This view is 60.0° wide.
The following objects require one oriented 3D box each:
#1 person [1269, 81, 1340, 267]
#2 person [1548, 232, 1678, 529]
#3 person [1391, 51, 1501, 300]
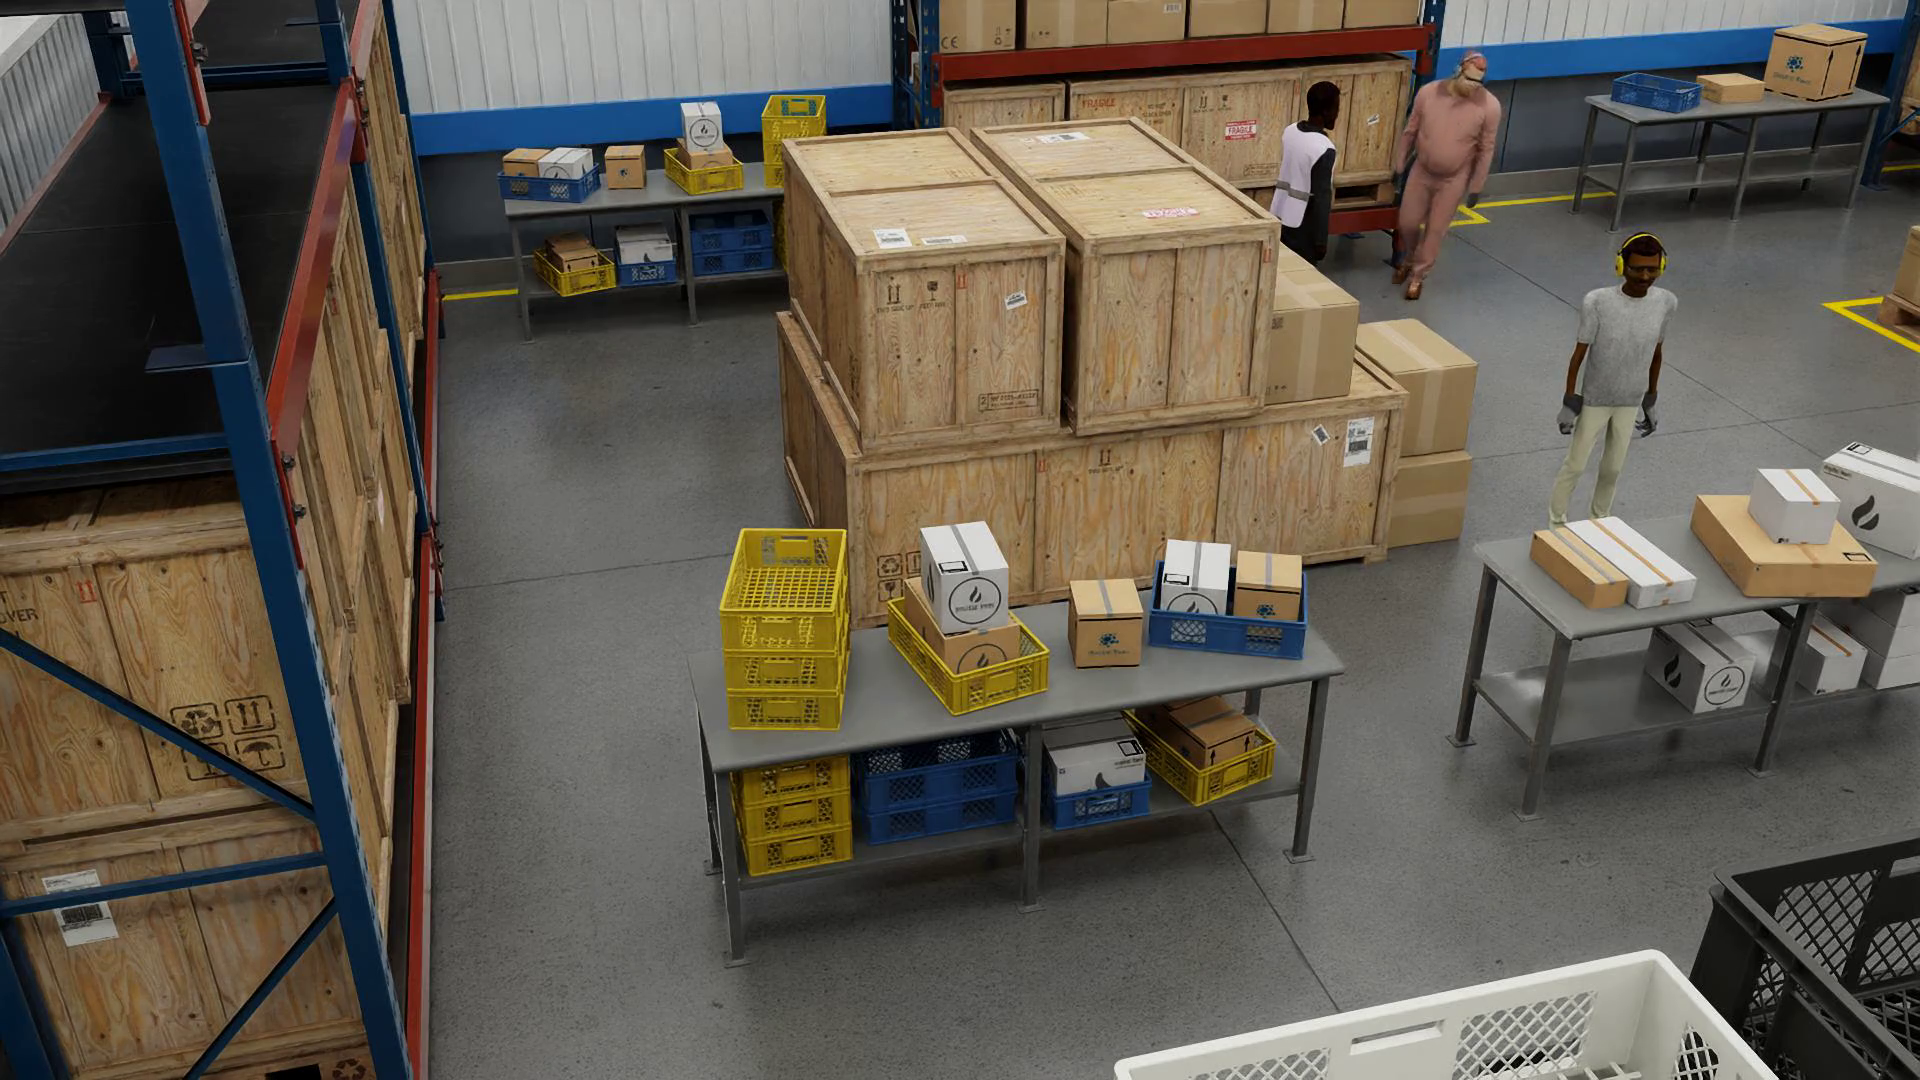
[{"bbox_3d":[2.318,-2.156,11.319,0.388,1.911,0.592,-8,30,-15],"label":"person"},{"bbox_3d":[3.426,-0.719,8.749,0.533,1.868,0.310,-1,29,-2],"label":"person"},{"bbox_3d":[3.560,-2.693,12.343,0.719,1.860,0.421,14,32,23],"label":"person"}]
